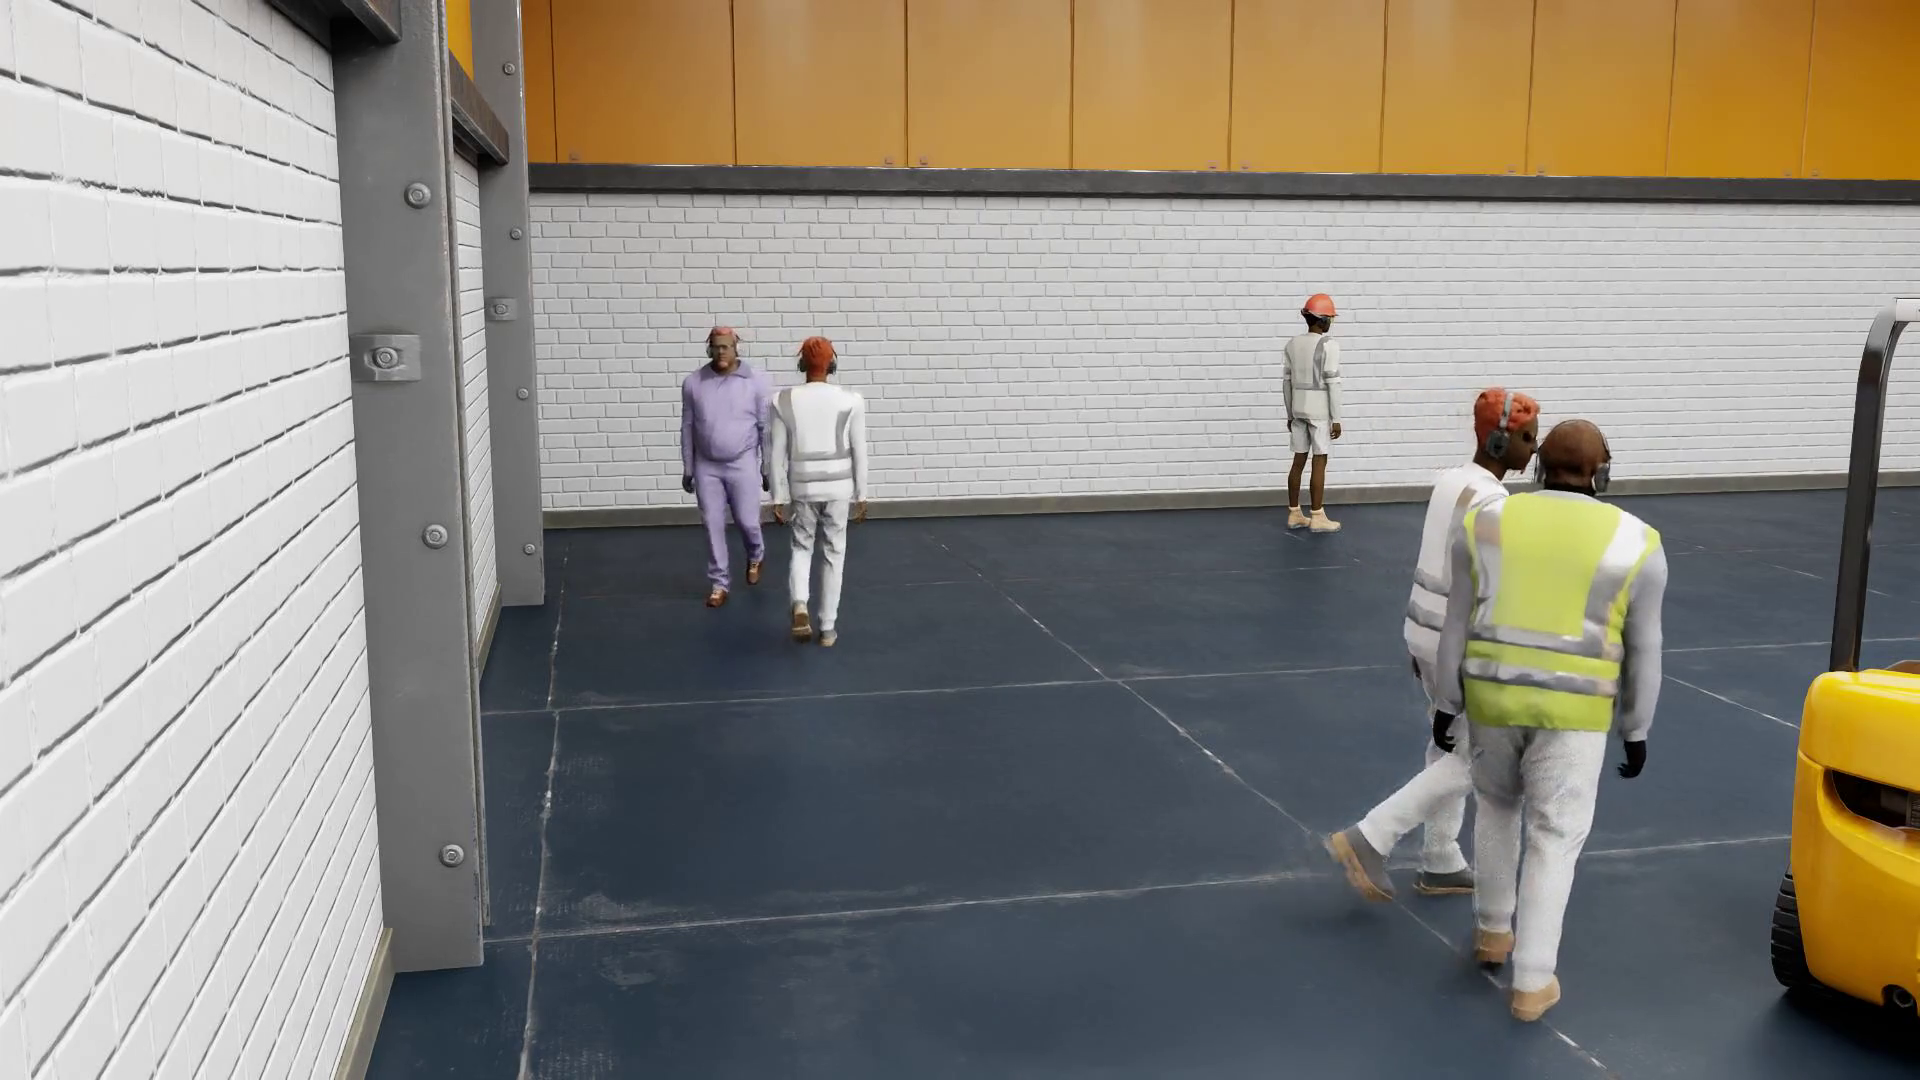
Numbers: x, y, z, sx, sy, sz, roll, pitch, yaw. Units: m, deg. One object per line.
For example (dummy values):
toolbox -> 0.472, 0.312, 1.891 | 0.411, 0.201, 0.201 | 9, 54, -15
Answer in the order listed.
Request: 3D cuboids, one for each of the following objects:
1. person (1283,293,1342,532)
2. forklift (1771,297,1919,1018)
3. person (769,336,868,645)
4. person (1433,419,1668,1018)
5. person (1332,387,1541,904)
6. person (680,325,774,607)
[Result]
person -> 3.056, -1.090, 14.312 | 0.374, 2.042, 0.615 | -6, 11, -33
forklift -> 3.542, 0.334, 5.177 | 2.313, 2.155, 1.214 | -9, 13, -43
person -> -0.835, -0.274, 9.872 | 0.580, 1.868, 0.511 | 0, 9, 1
person -> 1.836, 0.532, 5.190 | 0.646, 1.802, 0.695 | 5, 11, 29
person -> 1.673, 0.387, 5.877 | 0.630, 1.862, 0.617 | -1, 9, -4
person -> -1.571, -0.519, 11.313 | 0.651, 1.889, 0.651 | 1, 9, 5
